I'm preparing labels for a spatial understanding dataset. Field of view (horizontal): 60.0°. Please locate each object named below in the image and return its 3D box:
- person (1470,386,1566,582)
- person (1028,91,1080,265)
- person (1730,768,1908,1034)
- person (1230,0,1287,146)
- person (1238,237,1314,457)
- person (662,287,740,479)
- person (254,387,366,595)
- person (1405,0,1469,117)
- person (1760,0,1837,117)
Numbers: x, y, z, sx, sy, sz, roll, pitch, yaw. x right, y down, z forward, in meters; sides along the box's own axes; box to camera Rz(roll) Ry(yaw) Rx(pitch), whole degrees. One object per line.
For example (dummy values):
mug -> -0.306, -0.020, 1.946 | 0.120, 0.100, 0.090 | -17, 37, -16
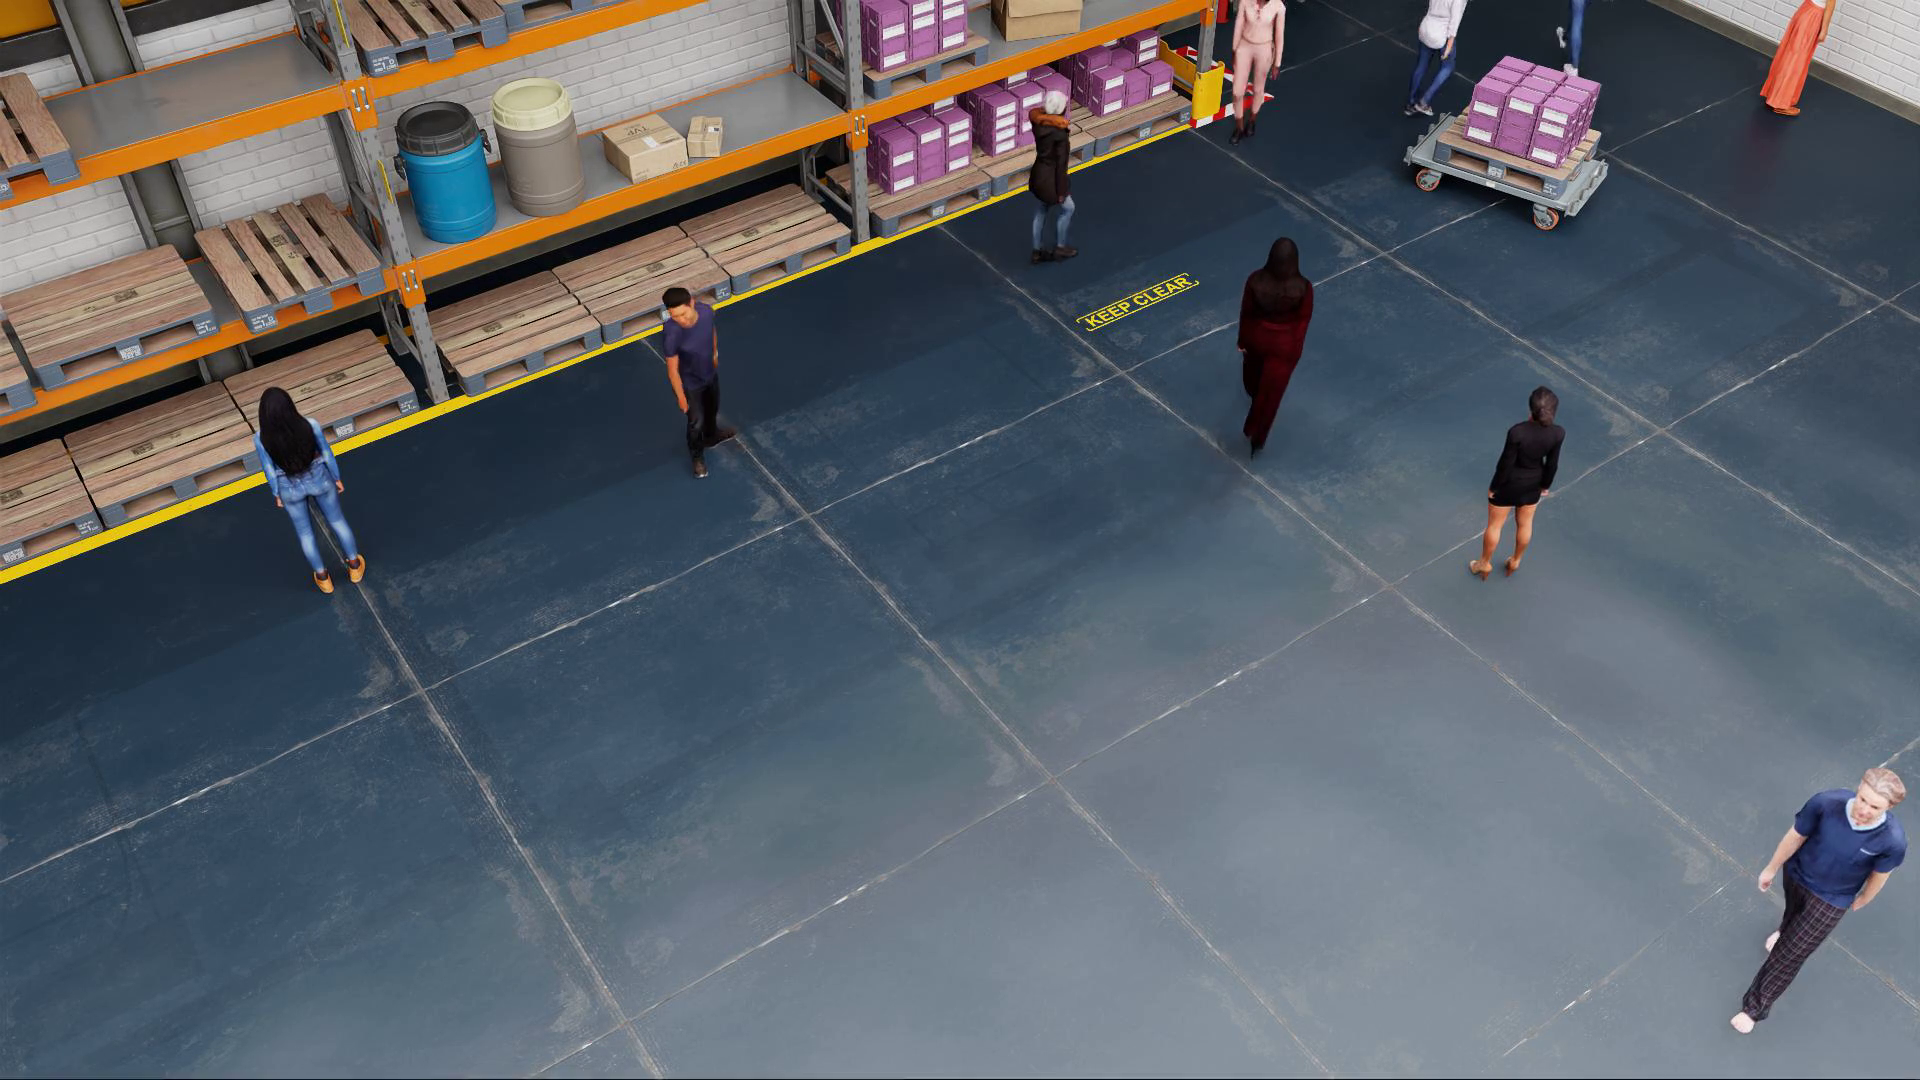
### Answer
person -> 3.806, -0.368, 11.338 | 0.692, 1.640, 0.763 | -3, 44, -3
person -> 0.713, -3.051, 14.166 | 0.673, 1.624, 0.646 | -23, 48, -23
person -> 4.658, 1.785, 8.951 | 1.173, 1.815, 0.717 | -29, 51, -27
person -> 2.810, -4.616, 15.752 | 0.847, 1.701, 0.914 | 11, 45, 11
person -> 2.297, -1.398, 12.368 | 1.057, 1.711, 1.220 | 15, 46, 16
person -> -1.928, -1.226, 12.163 | 0.954, 1.745, 0.705 | 17, 46, 17
person -> -4.417, -0.344, 11.260 | 0.495, 1.713, 0.693 | -19, 47, -19
person -> 4.528, -4.844, 15.998 | 0.590, 1.694, 0.641 | -25, 49, -24
person -> 8.221, -5.007, 16.091 | 0.765, 1.801, 0.724 | 2, 44, 3
